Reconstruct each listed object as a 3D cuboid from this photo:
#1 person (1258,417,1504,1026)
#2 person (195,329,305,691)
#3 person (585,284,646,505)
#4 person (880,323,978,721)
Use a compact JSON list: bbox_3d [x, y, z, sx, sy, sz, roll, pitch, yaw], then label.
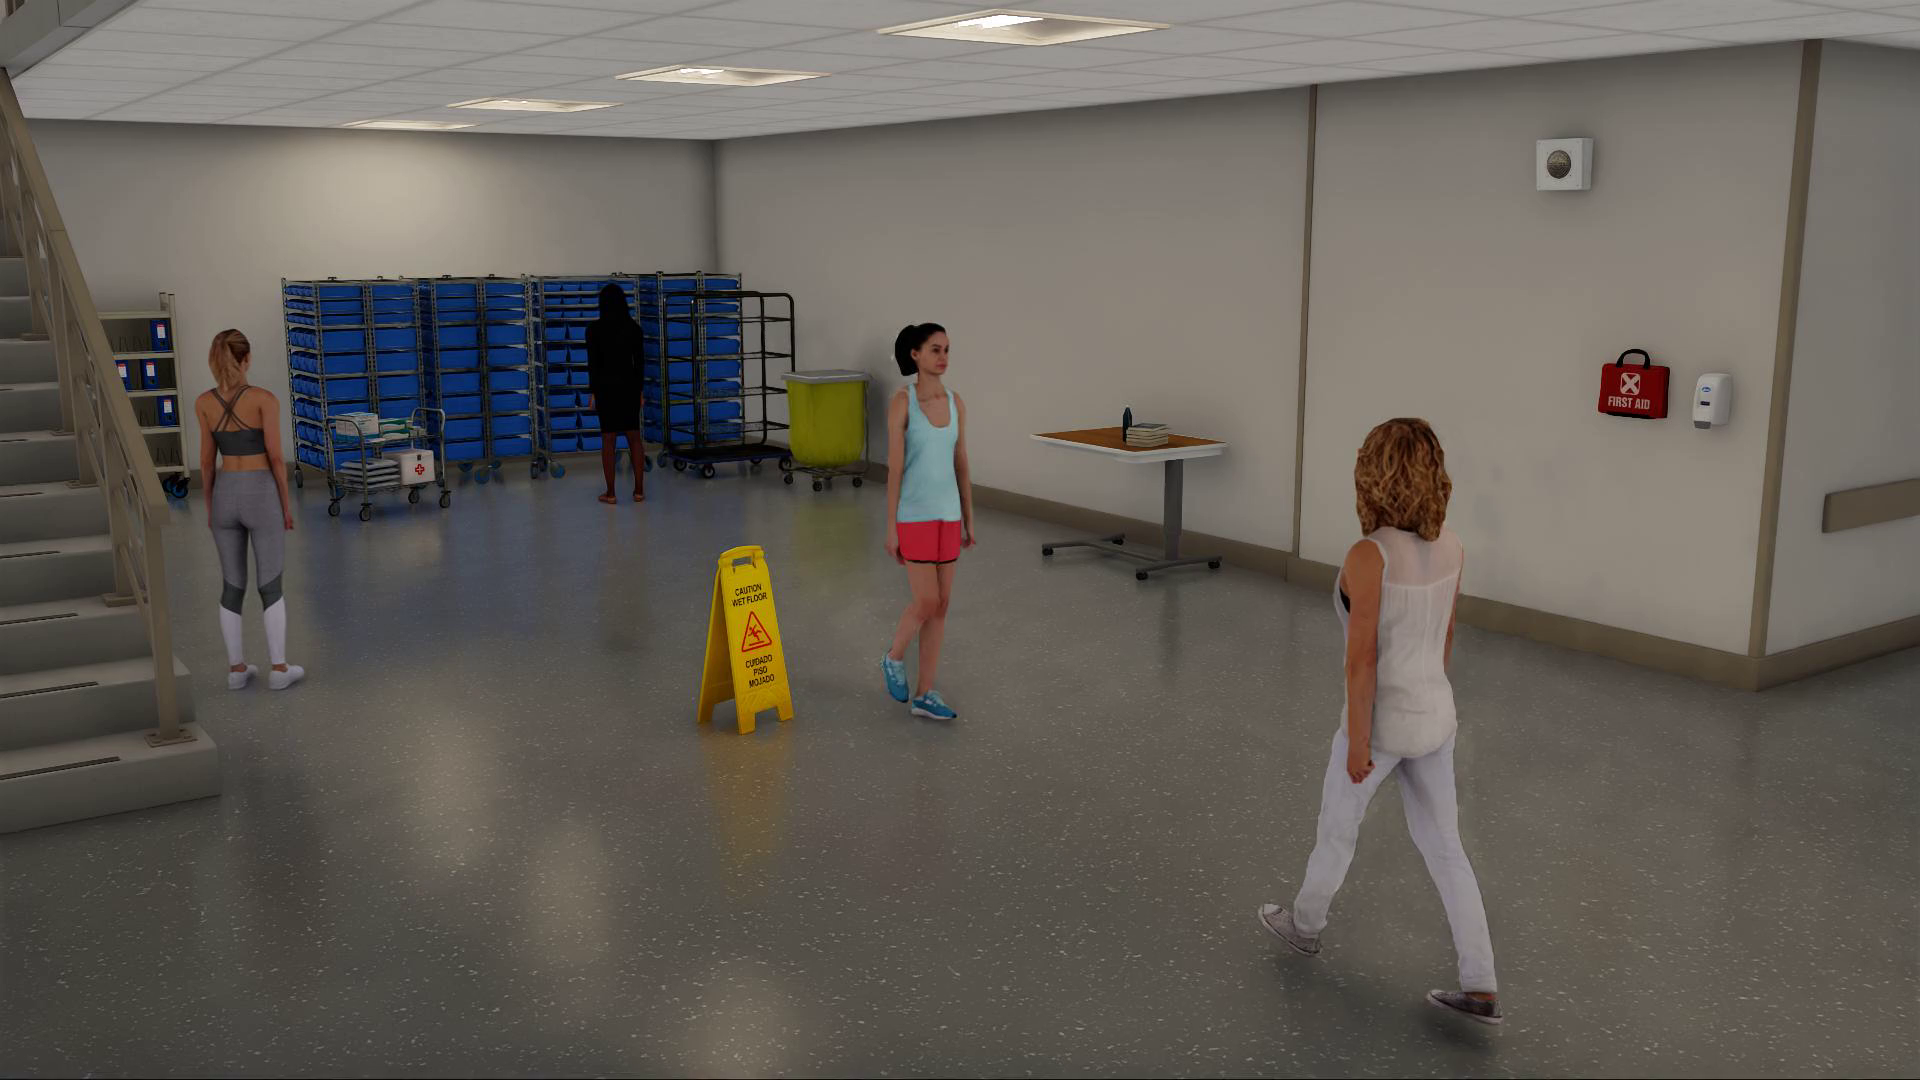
[{"bbox_3d":[1.255,0.526,4.543,0.679,1.623,1.109,-6,12,-29],"label":"person"},{"bbox_3d":[-3.368,-0.141,7.847,0.639,1.704,0.676,0,11,1],"label":"person"},{"bbox_3d":[-2.714,-1.161,13.173,0.642,1.722,0.556,-5,12,-26],"label":"person"},{"bbox_3d":[-0.201,-0.077,7.359,0.639,1.760,0.720,-9,14,-40],"label":"person"}]
